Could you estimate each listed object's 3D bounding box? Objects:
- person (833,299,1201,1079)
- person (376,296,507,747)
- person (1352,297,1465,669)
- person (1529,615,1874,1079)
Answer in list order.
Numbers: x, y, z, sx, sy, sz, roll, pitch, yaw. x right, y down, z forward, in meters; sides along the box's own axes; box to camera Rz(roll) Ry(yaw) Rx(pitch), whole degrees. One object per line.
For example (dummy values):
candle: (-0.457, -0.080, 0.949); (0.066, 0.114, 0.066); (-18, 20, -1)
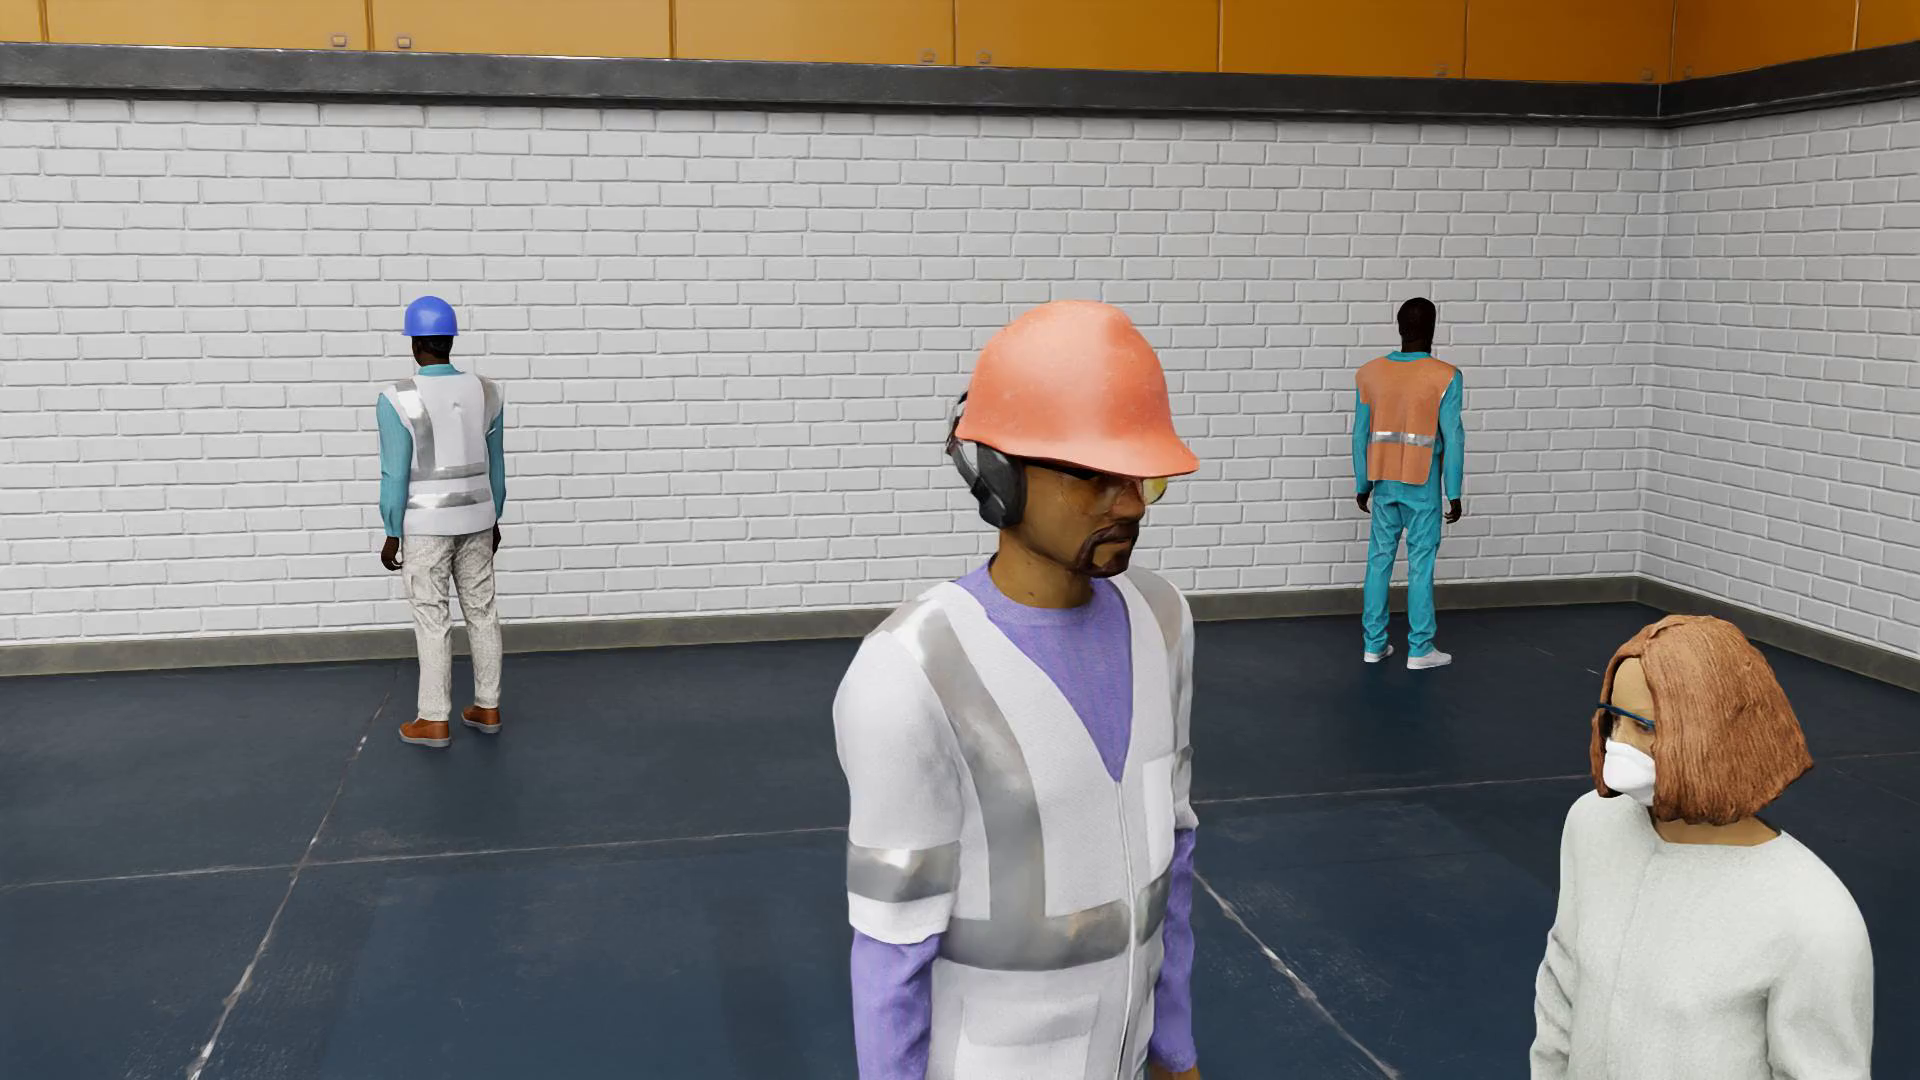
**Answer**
person: (0.122, 0.706, 2.220); (0.410, 2.035, 0.601); (9, 13, 43)
person: (-2.243, -0.078, 7.236); (0.384, 1.948, 0.605); (8, 12, 39)
person: (2.314, -0.289, 8.615); (0.597, 1.916, 0.378); (8, 12, 41)
person: (0.945, 0.901, 2.224); (0.268, 1.632, 0.506); (-4, 10, -21)
